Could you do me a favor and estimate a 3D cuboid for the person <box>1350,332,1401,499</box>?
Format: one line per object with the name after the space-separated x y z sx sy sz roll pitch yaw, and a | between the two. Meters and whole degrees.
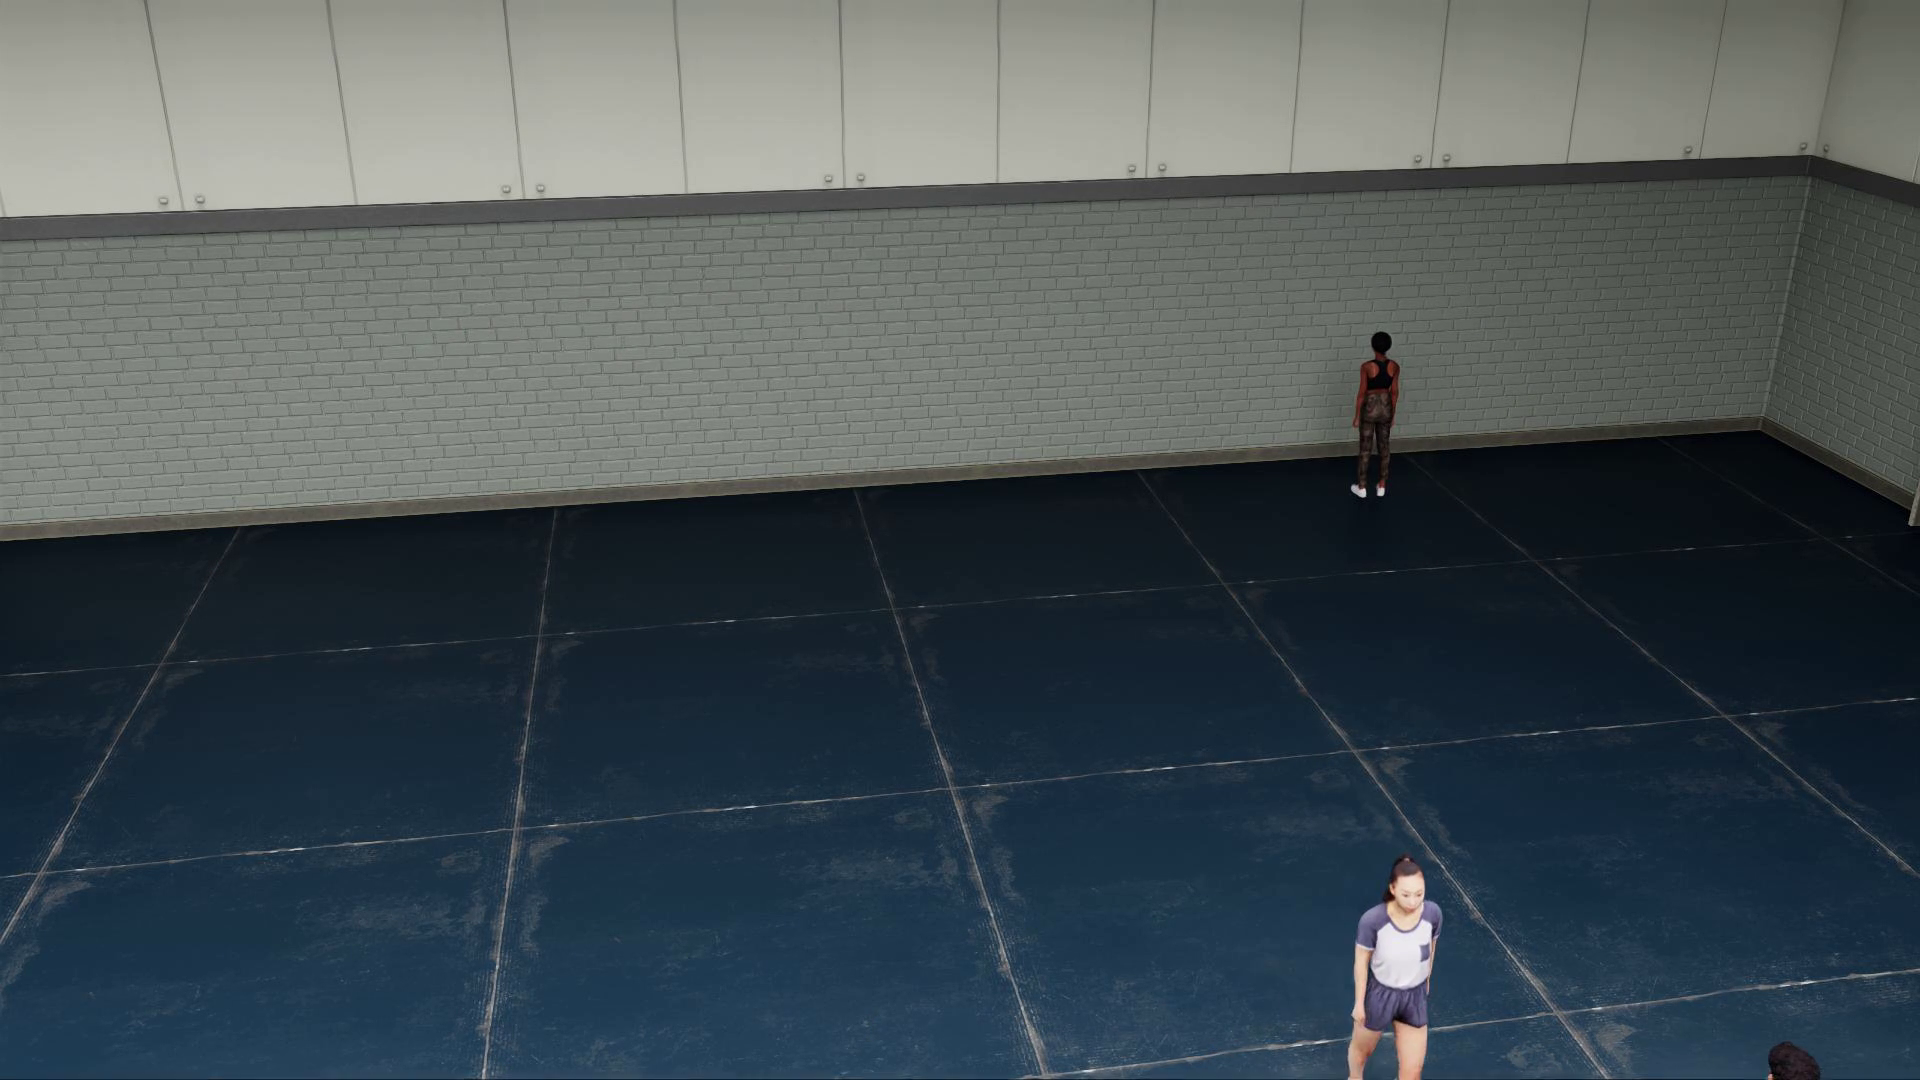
4.163 -1.263 16.661 0.591 1.700 0.526 -2 23 -5 | person

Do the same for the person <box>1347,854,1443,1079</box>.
2.150 2.283 8.433 0.662 1.613 1.019 -2 23 -5 | person
